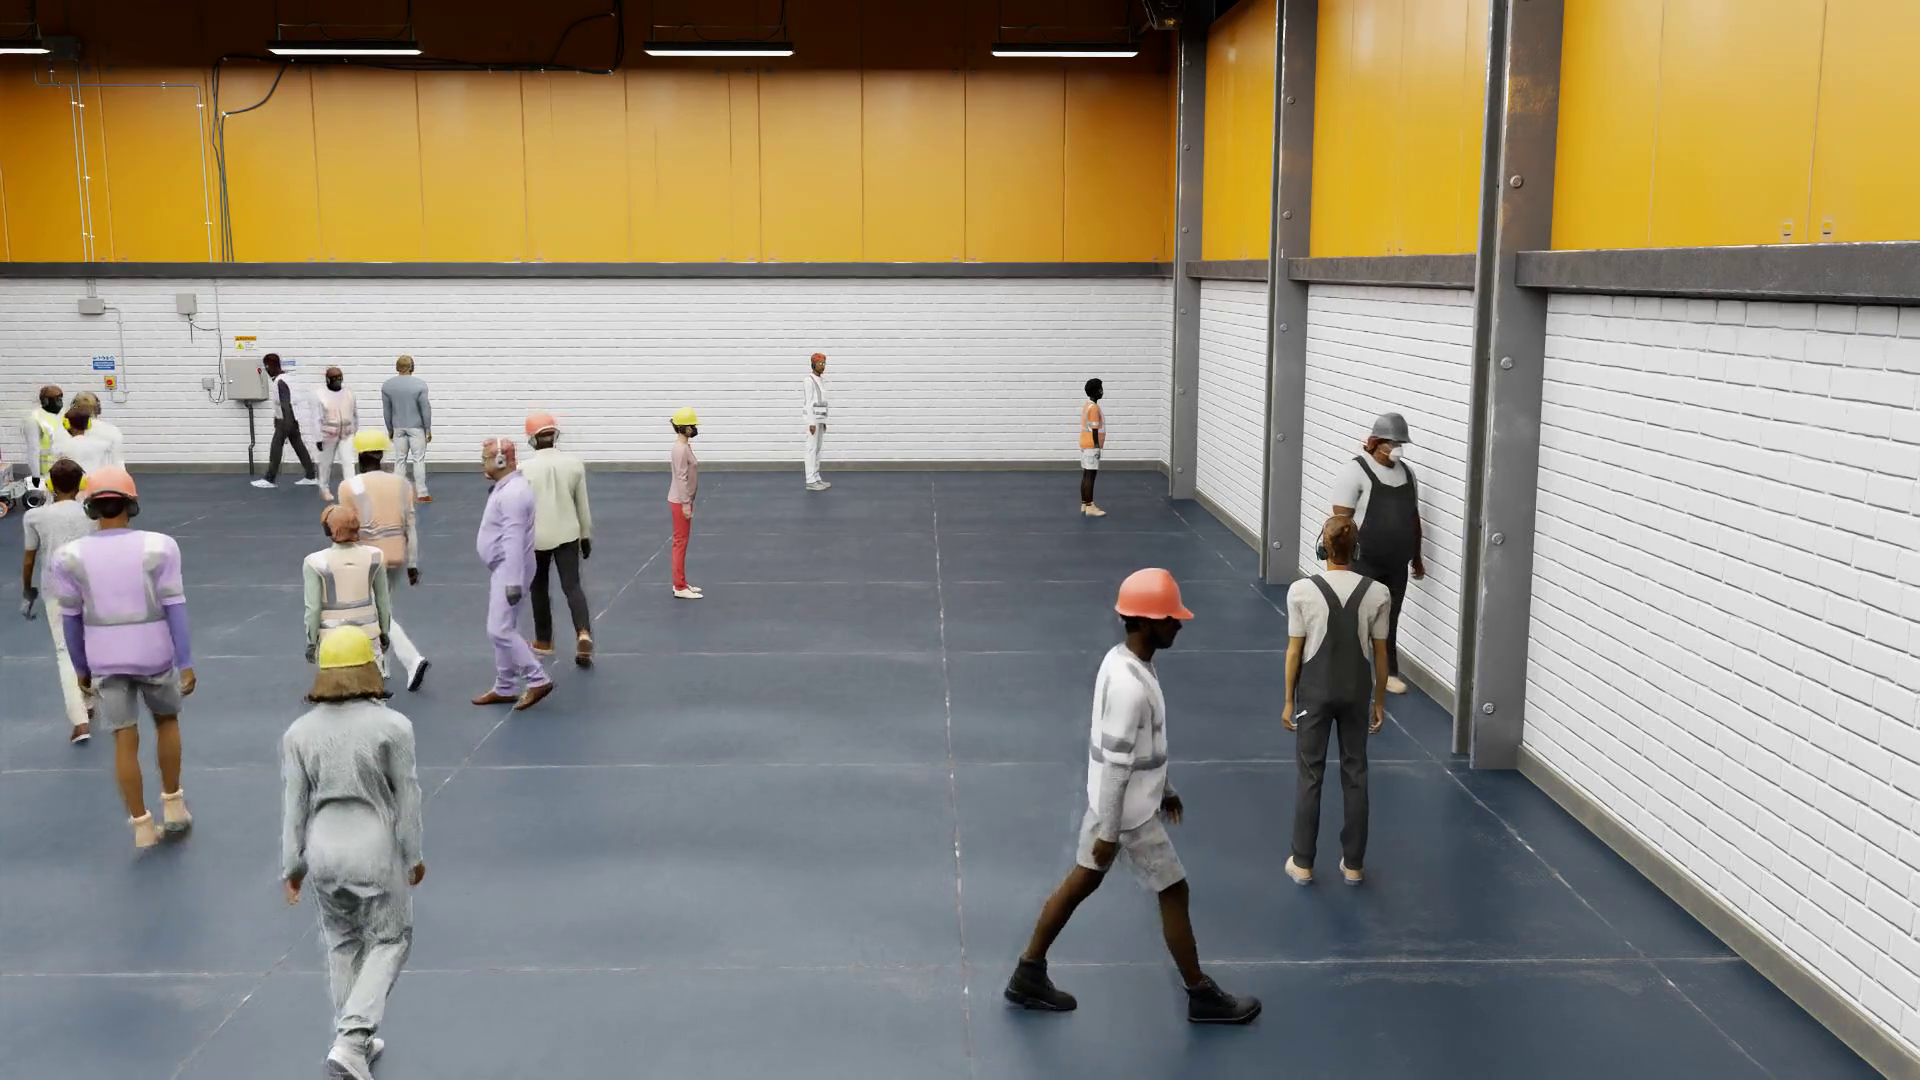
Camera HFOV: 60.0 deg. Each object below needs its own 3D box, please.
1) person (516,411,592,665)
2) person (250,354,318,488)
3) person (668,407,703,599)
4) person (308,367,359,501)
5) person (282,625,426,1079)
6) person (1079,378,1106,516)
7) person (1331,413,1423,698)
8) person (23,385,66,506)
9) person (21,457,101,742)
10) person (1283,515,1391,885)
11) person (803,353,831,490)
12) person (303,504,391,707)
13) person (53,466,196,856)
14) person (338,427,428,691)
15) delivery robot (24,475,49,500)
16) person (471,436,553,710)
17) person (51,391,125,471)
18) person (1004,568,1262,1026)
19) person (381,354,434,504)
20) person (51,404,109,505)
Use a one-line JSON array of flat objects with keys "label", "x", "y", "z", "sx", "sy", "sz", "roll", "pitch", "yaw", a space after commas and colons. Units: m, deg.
[{"label": "person", "x": -3.114, "y": -0.021, "z": 12.842, "sx": 0.626, "sy": 1.957, "sz": 0.963, "roll": -6, "pitch": 11, "yaw": -33}, {"label": "person", "x": -9.455, "y": -1.656, "z": 23.121, "sx": 0.960, "sy": 1.856, "sz": 0.712, "roll": -4, "pitch": 10, "yaw": -22}, {"label": "person", "x": -2.538, "y": -0.346, "z": 15.385, "sx": 0.321, "sy": 1.769, "sz": 0.523, "roll": -1, "pitch": 9, "yaw": -9}, {"label": "person", "x": -8.101, "y": -1.354, "z": 21.530, "sx": 0.647, "sy": 1.790, "sz": 1.001, "roll": -7, "pitch": 12, "yaw": -38}, {"label": "person", "x": -2.262, "y": 1.187, "z": 6.136, "sx": 0.494, "sy": 1.709, "sz": 0.620, "roll": 1, "pitch": 9, "yaw": 6}, {"label": "person", "x": 1.635, "y": -1.143, "z": 20.481, "sx": 0.320, "sy": 1.697, "sz": 0.531, "roll": -1, "pitch": 9, "yaw": -6}, {"label": "person", "x": 2.993, "y": 0.093, "z": 11.855, "sx": 0.704, "sy": 2.000, "sz": 0.535, "roll": -5, "pitch": 10, "yaw": -27}, {"label": "person", "x": -9.749, "y": -0.778, "z": 17.961, "sx": 0.951, "sy": 1.803, "sz": 0.633, "roll": 2, "pitch": 9, "yaw": 12}, {"label": "person", "x": -5.800, "y": 0.375, "z": 10.824, "sx": 0.538, "sy": 1.828, "sz": 0.970, "roll": -6, "pitch": 11, "yaw": -33}, {"label": "person", "x": 1.847, "y": 0.793, "z": 8.191, "sx": 0.505, "sy": 1.842, "sz": 0.332, "roll": 0, "pitch": 9, "yaw": 1}, {"label": "person", "x": -1.980, "y": -1.635, "z": 22.927, "sx": 0.355, "sy": 1.886, "sz": 0.572, "roll": 2, "pitch": 9, "yaw": 12}, {"label": "person", "x": -3.666, "y": 0.600, "z": 9.977, "sx": 0.525, "sy": 1.636, "sz": 0.307, "roll": -8, "pitch": 12, "yaw": -41}, {"label": "person", "x": -4.342, "y": 0.617, "z": 8.716, "sx": 0.632, "sy": 2.009, "sz": 0.679, "roll": -3, "pitch": 10, "yaw": -18}, {"label": "person", "x": -4.165, "y": 0.134, "z": 12.066, "sx": 0.869, "sy": 1.896, "sz": 0.581, "roll": 6, "pitch": 11, "yaw": 32}, {"label": "delivery robot", "x": -11.401, "y": -0.709, "z": 21.027, "sx": 0.707, "sy": 0.478, "sz": 0.477, "roll": -2, "pitch": 9, "yaw": -15}, {"label": "person", "x": -3.132, "y": 0.234, "z": 11.432, "sx": 0.448, "sy": 1.899, "sz": 0.706, "roll": -3, "pitch": 10, "yaw": -18}, {"label": "person", "x": -7.999, "y": -0.421, "z": 15.390, "sx": 0.627, "sy": 1.913, "sz": 0.677, "roll": -2, "pitch": 9, "yaw": -10}, {"label": "person", "x": 0.658, "y": 1.028, "z": 6.654, "sx": 1.042, "sy": 1.881, "sz": 0.545, "roll": 0, "pitch": 9, "yaw": 0}, {"label": "person", "x": -7.113, "y": -1.421, "z": 21.459, "sx": 0.630, "sy": 1.937, "sz": 0.373, "roll": 1, "pitch": 9, "yaw": 4}, {"label": "person", "x": -7.763, "y": -0.285, "z": 14.804, "sx": 0.800, "sy": 1.837, "sz": 0.515, "roll": 6, "pitch": 11, "yaw": 31}]
